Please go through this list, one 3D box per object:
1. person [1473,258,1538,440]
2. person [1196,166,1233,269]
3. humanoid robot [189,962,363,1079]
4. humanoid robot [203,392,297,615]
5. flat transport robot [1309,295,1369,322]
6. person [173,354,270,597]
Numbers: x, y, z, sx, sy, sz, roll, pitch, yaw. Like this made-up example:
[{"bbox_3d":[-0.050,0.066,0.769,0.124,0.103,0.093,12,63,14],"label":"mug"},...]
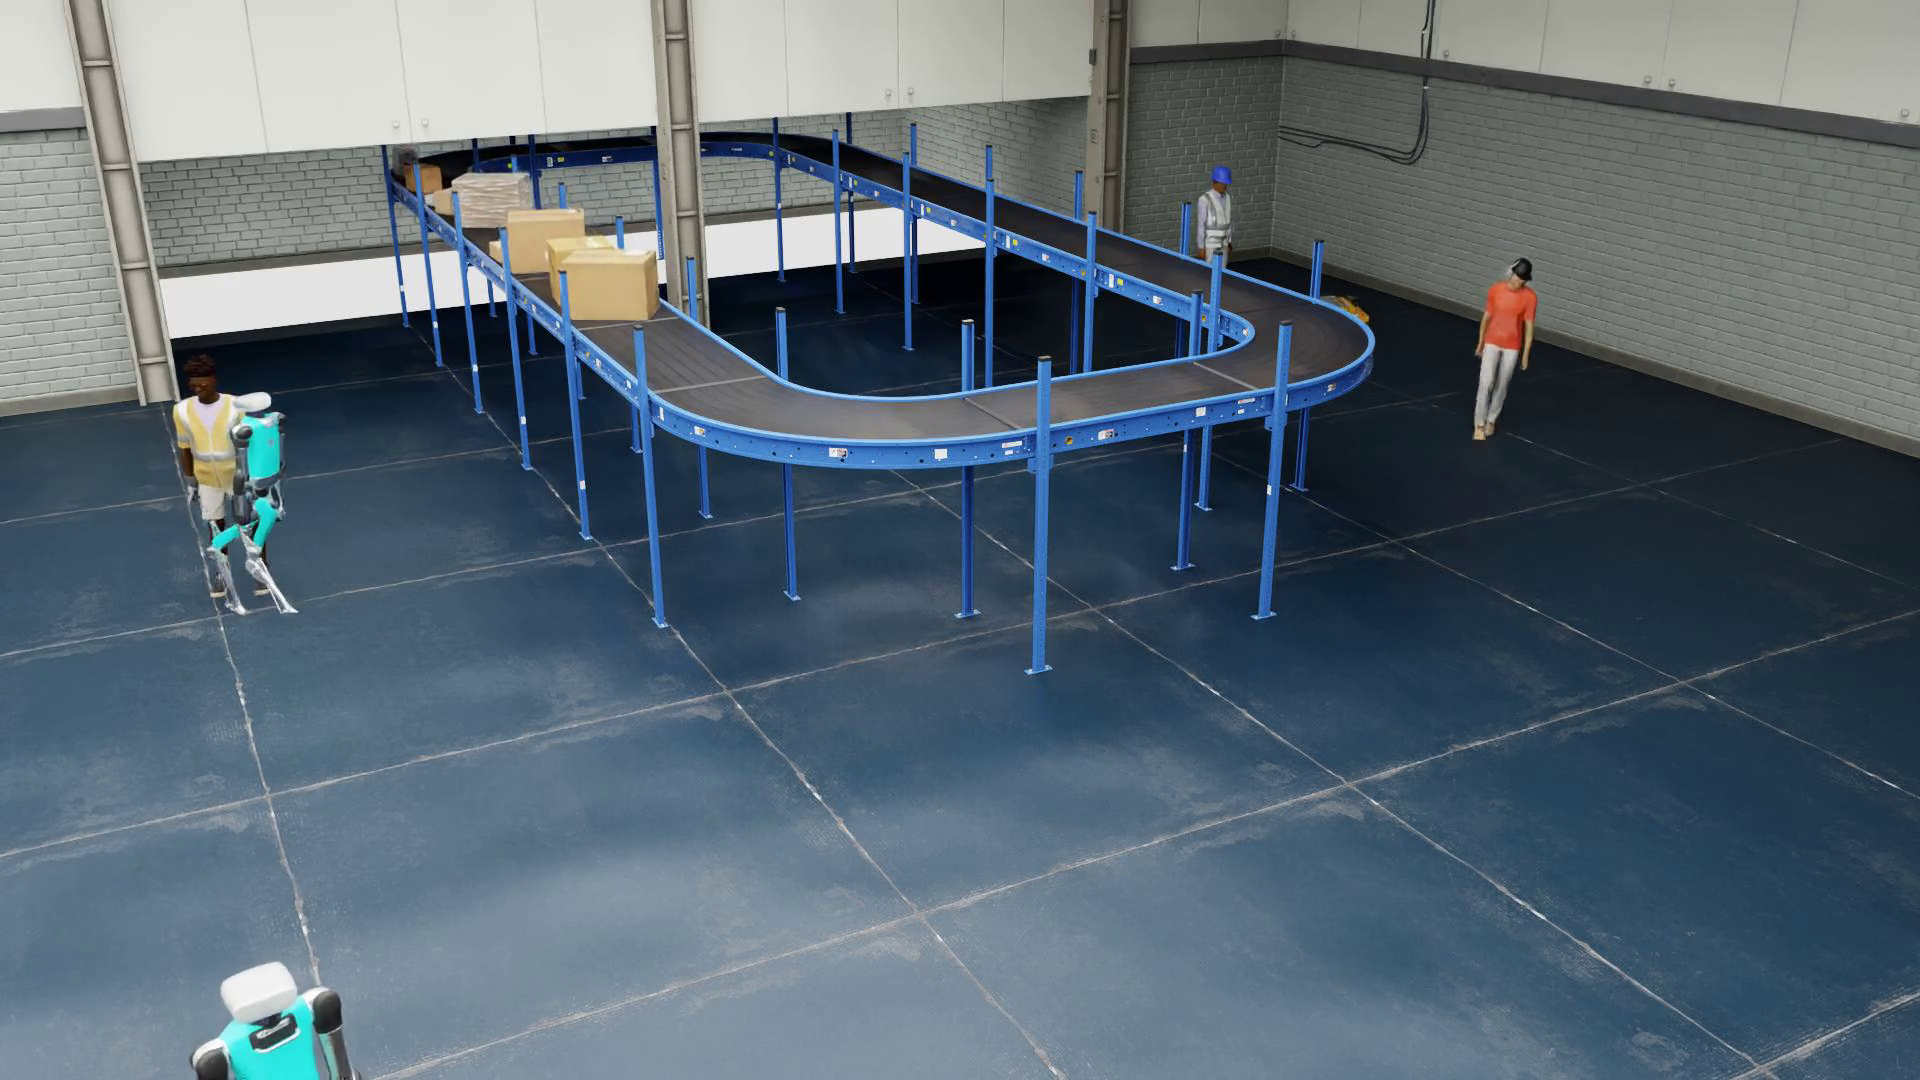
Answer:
[{"bbox_3d":[5.371,-1.887,16.421,0.510,1.859,0.664,7,23,16],"label":"person"},{"bbox_3d":[3.203,-3.728,20.879,0.615,1.933,0.416,-18,28,-37],"label":"person"},{"bbox_3d":[-2.265,2.442,6.001,0.756,1.858,0.555,19,29,40],"label":"humanoid robot"},{"bbox_3d":[-5.459,-0.255,12.607,0.831,1.795,0.564,6,23,14],"label":"humanoid robot"},{"bbox_3d":[4.384,-2.903,21.052,1.431,0.231,0.659,-2,22,-5],"label":"flat transport robot"},{"bbox_3d":[-5.695,-0.490,12.848,0.600,1.955,0.376,-3,22,-7],"label":"person"}]
